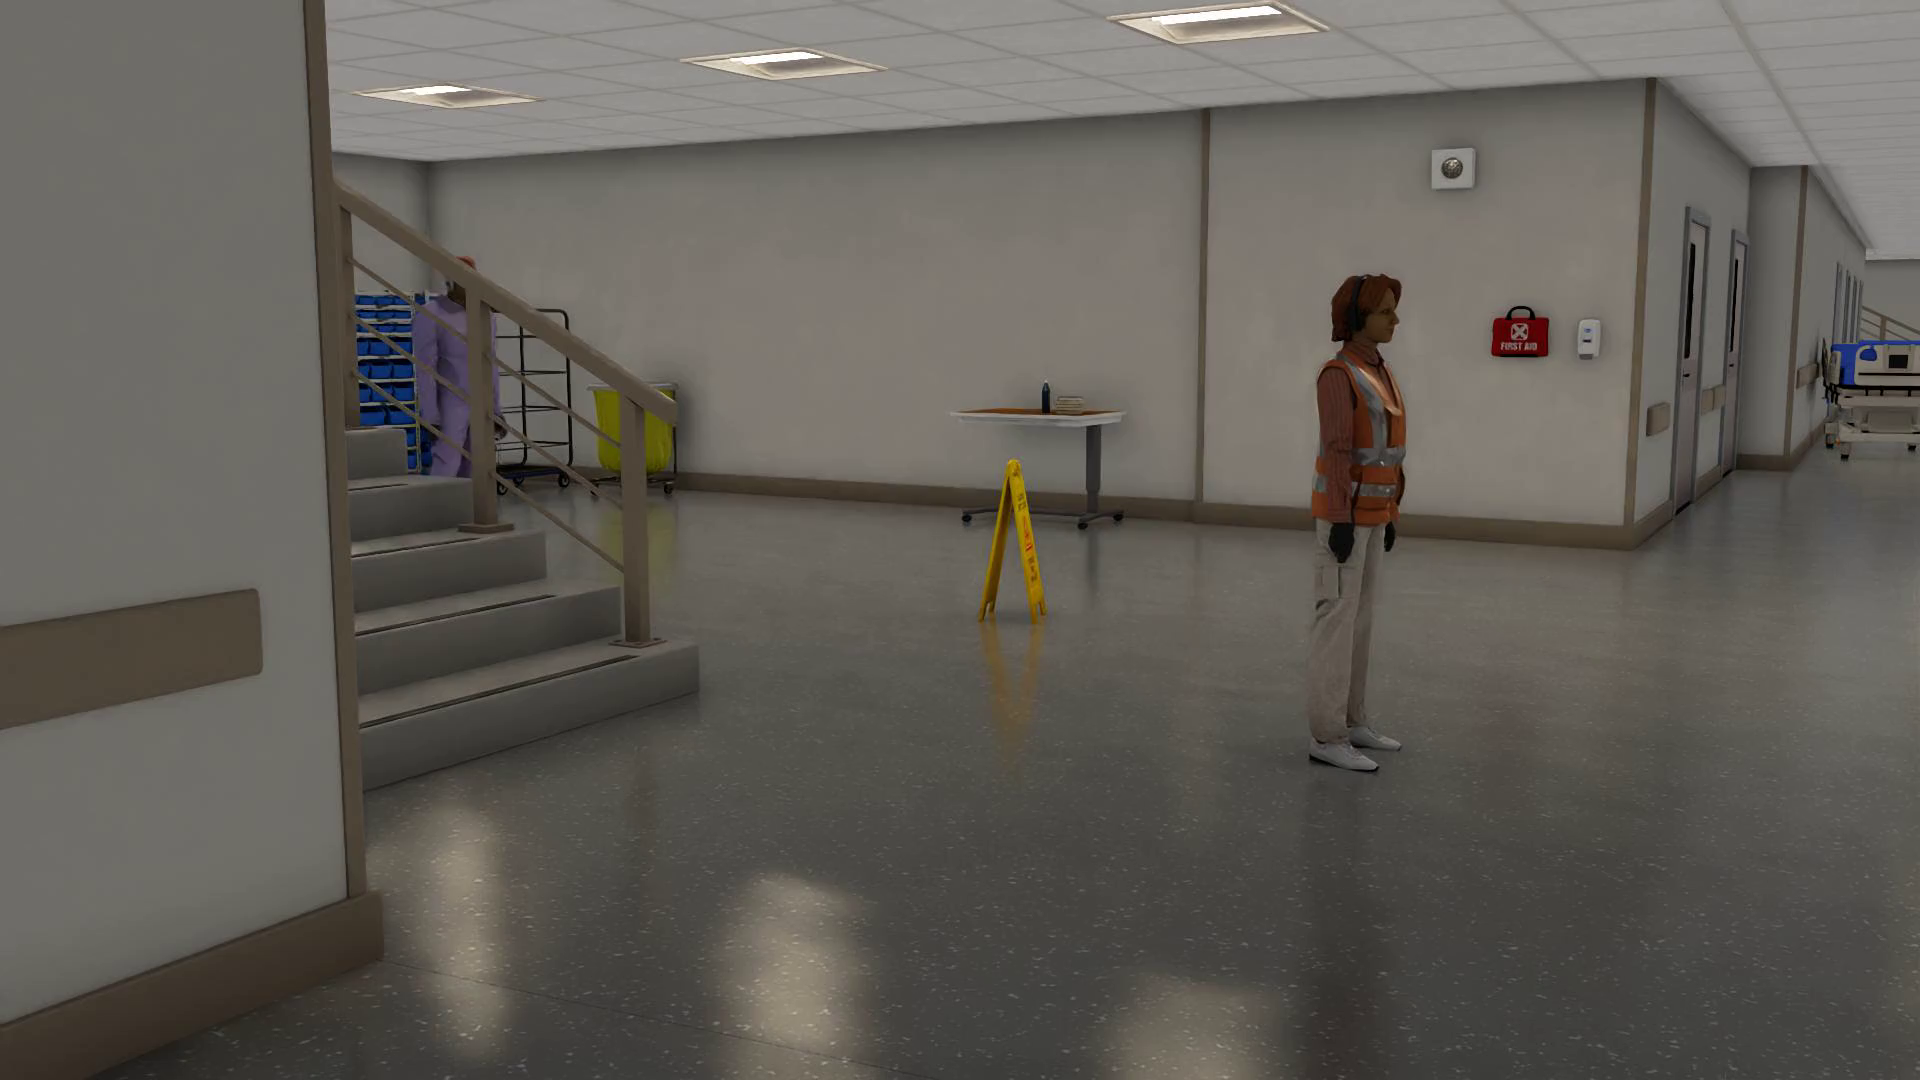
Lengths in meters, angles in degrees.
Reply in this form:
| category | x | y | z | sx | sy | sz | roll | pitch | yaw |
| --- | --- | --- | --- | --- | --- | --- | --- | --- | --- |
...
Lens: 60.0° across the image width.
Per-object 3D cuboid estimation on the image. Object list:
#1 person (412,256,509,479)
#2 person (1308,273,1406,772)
| category | x | y | z | sx | sy | sz | roll | pitch | yaw |
| --- | --- | --- | --- | --- | --- | --- | --- | --- | --- |
| person | -3.160 | -0.843 | 10.625 | 0.411 | 1.898 | 0.679 | 4 | 8 | 29 |
| person | 1.329 | -0.065 | 5.581 | 0.308 | 1.641 | 0.517 | 4 | 9 | 29 |
